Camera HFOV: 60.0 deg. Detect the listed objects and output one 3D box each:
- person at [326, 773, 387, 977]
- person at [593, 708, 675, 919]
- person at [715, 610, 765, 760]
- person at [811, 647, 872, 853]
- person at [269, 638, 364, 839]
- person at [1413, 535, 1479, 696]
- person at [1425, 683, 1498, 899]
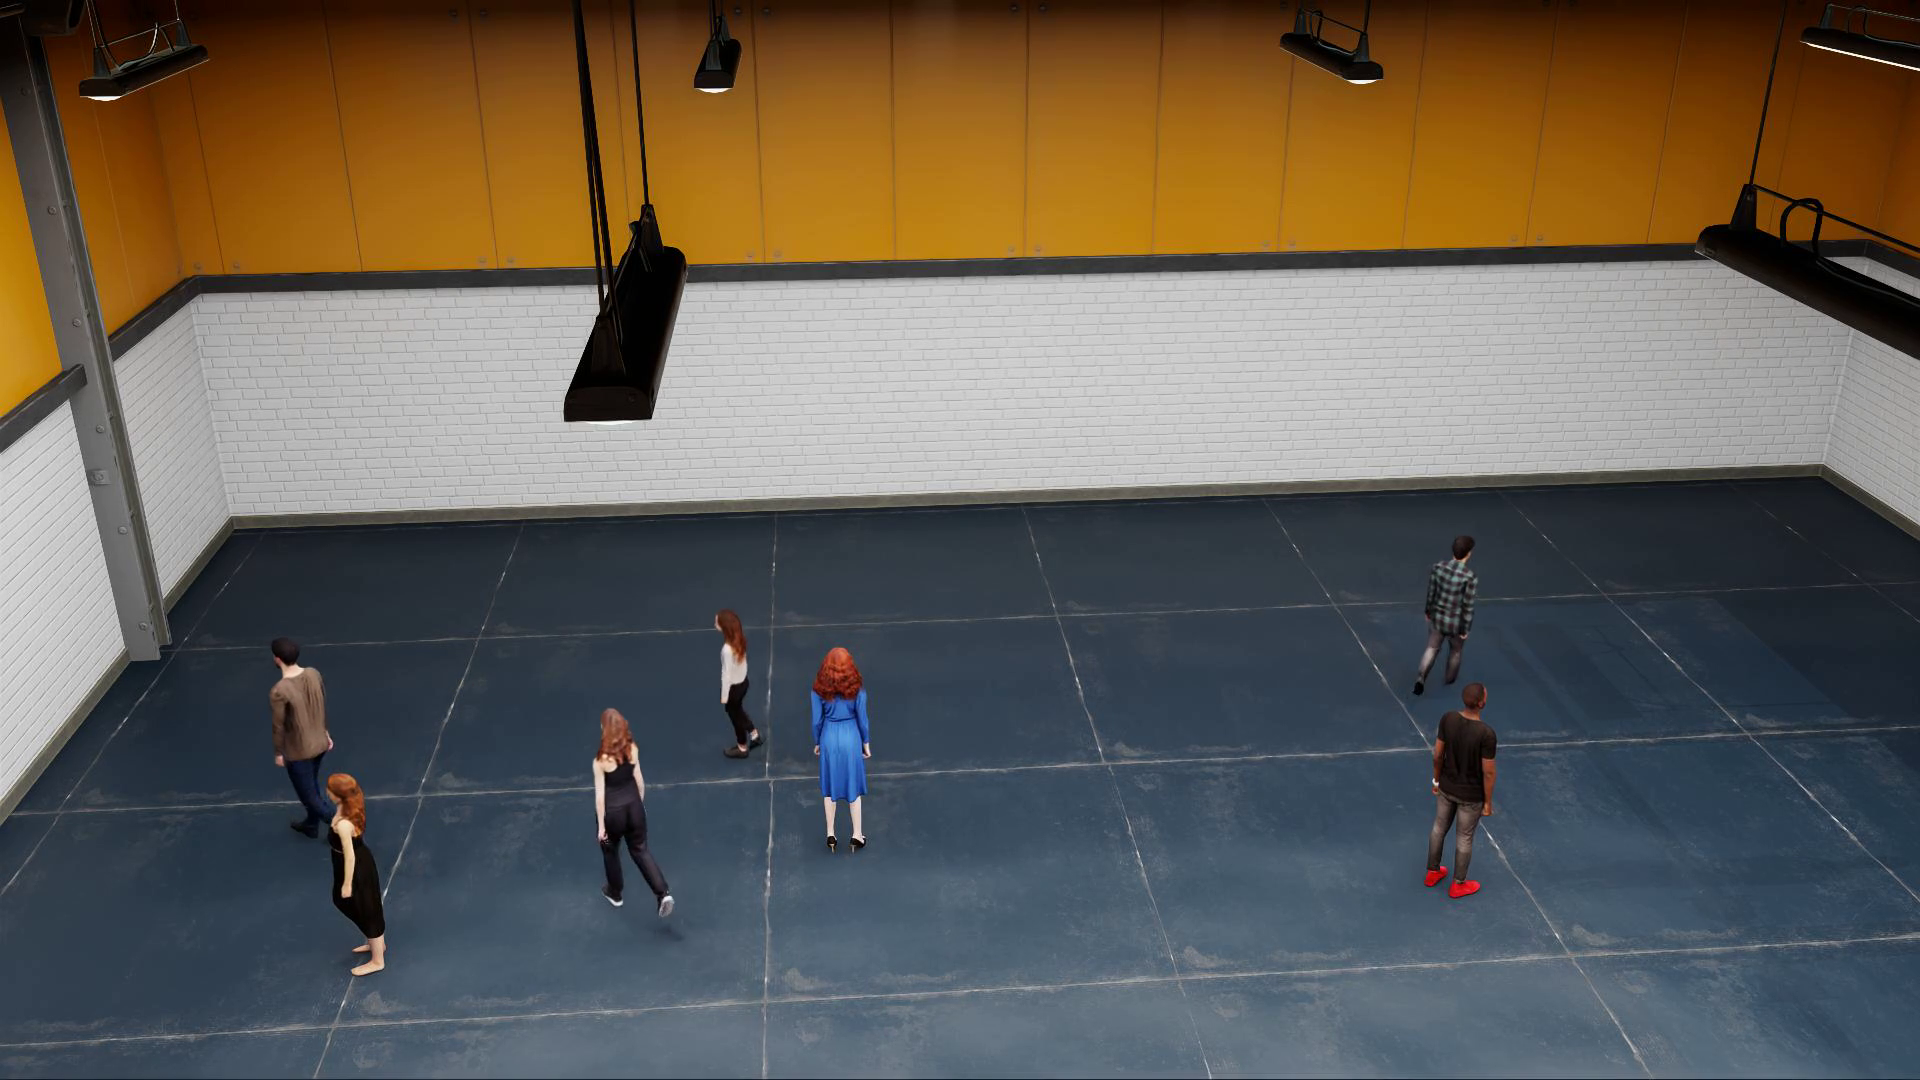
[{"bbox_3d":[-4.330,2.375,11.949,0.649,1.626,0.526,-5,24,-10],"label":"person"},{"bbox_3d":[-2.482,2.089,12.480,0.992,1.724,1.112,-21,31,-39],"label":"person"},{"bbox_3d":[-1.906,1.288,14.625,0.666,1.474,0.603,4,24,8],"label":"person"},{"bbox_3d":[-0.952,1.683,13.278,0.660,1.828,0.627,3,24,6],"label":"person"},{"bbox_3d":[-5.165,1.670,13.265,0.997,1.863,1.130,8,25,17],"label":"person"},{"bbox_3d":[4.622,0.759,15.902,1.009,1.702,1.054,18,29,35],"label":"person"},{"bbox_3d":[3.852,1.905,12.800,0.778,1.805,0.685,-21,31,-39],"label":"person"}]
